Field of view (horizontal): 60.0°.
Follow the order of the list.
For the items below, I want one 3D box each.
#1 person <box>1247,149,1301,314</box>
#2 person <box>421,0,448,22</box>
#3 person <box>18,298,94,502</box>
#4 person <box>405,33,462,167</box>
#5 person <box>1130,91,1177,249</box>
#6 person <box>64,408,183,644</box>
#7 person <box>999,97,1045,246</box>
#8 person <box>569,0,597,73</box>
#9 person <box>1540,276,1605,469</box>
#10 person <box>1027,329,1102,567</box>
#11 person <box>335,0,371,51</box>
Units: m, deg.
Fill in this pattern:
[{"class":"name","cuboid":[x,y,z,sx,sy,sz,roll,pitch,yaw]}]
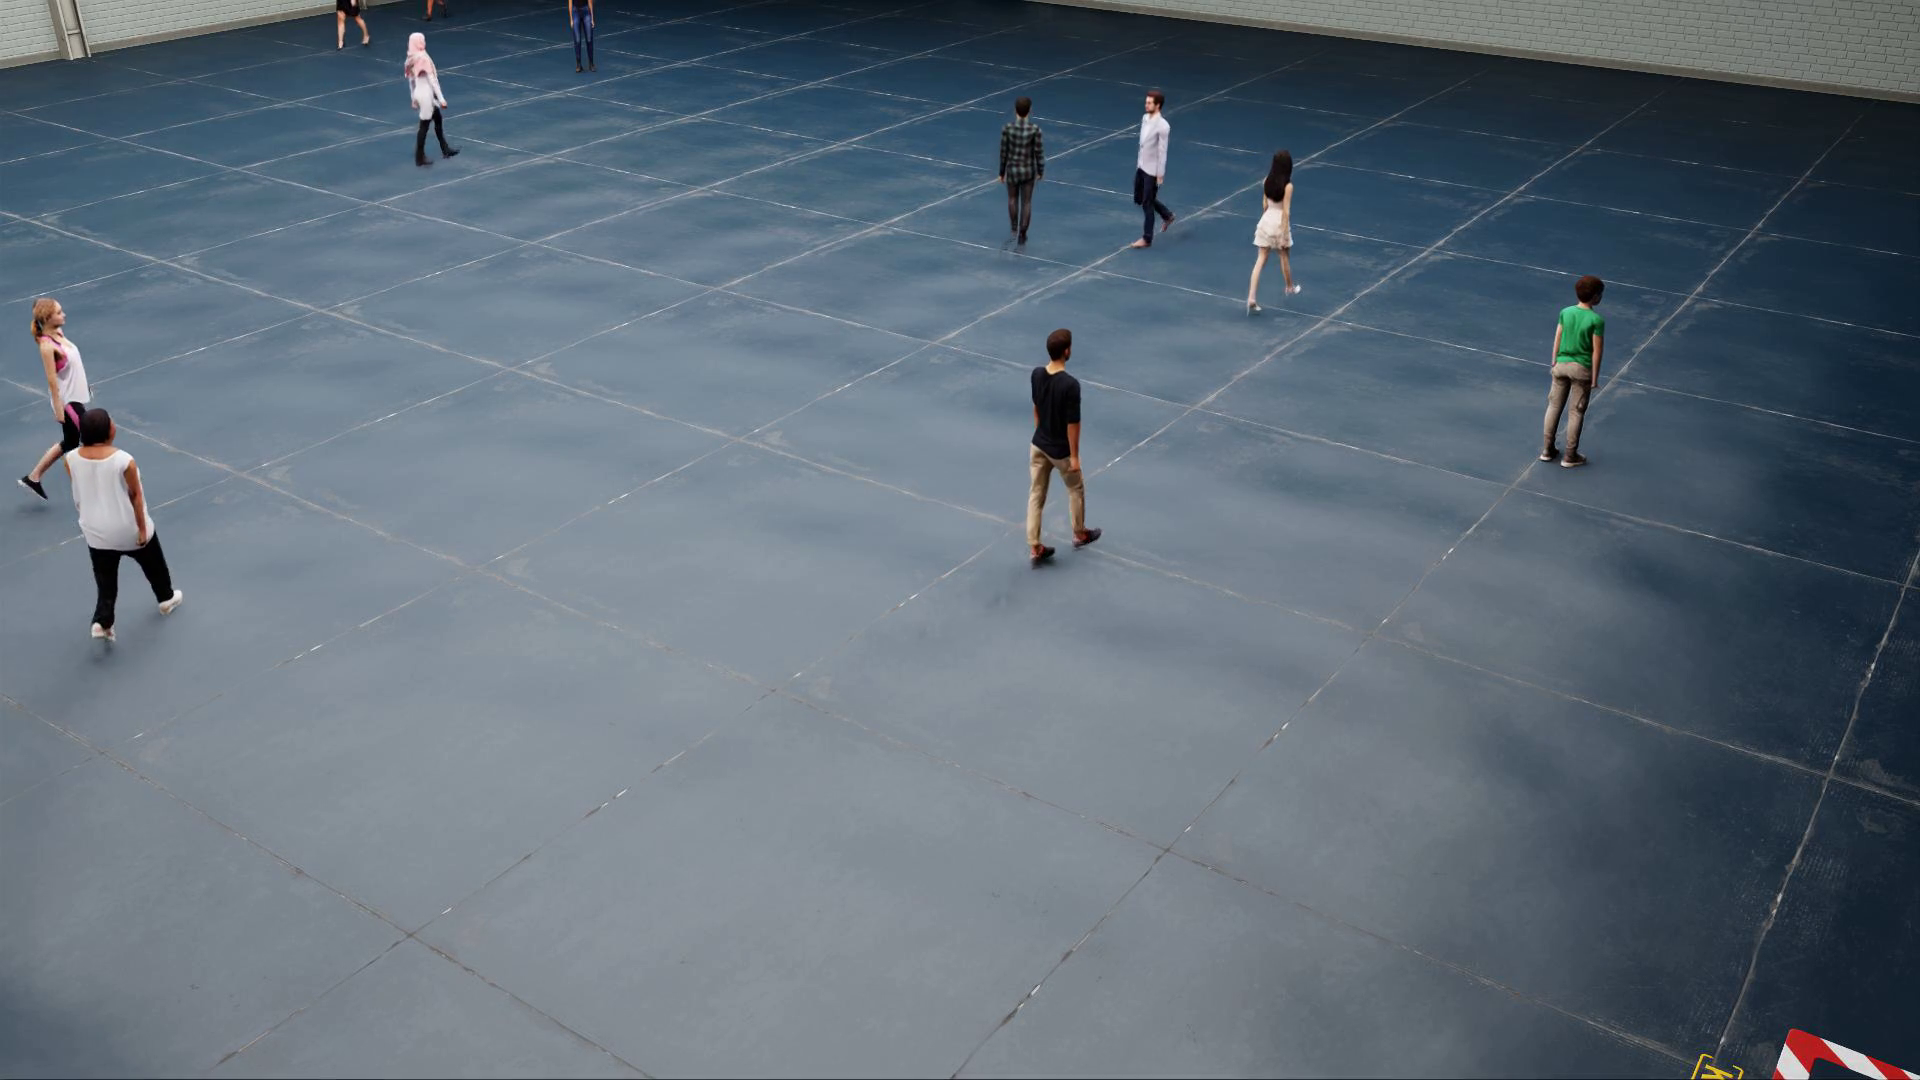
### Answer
[{"class":"person","cuboid":[3.237,-3.208,17.518,1.122,1.690,0.778,-21,34,-34]},{"class":"person","cuboid":[-10.533,-11.260,33.062,0.733,1.776,1.113,12,29,21]},{"class":"person","cuboid":[-7.218,-1.071,13.294,1.191,1.759,1.038,-9,29,-17]},{"class":"person","cuboid":[-7.455,-6.036,22.919,1.024,1.774,0.801,-20,33,-34]},{"class":"person","cuboid":[2.331,-4.389,19.653,1.049,1.836,0.951,-10,29,-19]},{"class":"person","cuboid":[-5.867,-0.082,11.485,1.028,1.656,1.187,0,27,0]},{"class":"person","cuboid":[0.703,-4.315,19.536,0.947,1.686,1.108,4,28,8]},{"class":"person","cuboid":[-6.530,-8.993,28.700,0.633,1.740,0.704,-7,28,-13]},{"class":"person","cuboid":[5.205,-1.434,14.116,0.601,1.651,0.628,-23,35,-37]},{"class":"person","cuboid":[0.648,-0.648,12.390,0.731,1.834,0.952,21,34,35]},{"class":"person","cuboid":[-11.136,-9.836,30.407,0.788,1.675,1.076,12,30,23]}]
